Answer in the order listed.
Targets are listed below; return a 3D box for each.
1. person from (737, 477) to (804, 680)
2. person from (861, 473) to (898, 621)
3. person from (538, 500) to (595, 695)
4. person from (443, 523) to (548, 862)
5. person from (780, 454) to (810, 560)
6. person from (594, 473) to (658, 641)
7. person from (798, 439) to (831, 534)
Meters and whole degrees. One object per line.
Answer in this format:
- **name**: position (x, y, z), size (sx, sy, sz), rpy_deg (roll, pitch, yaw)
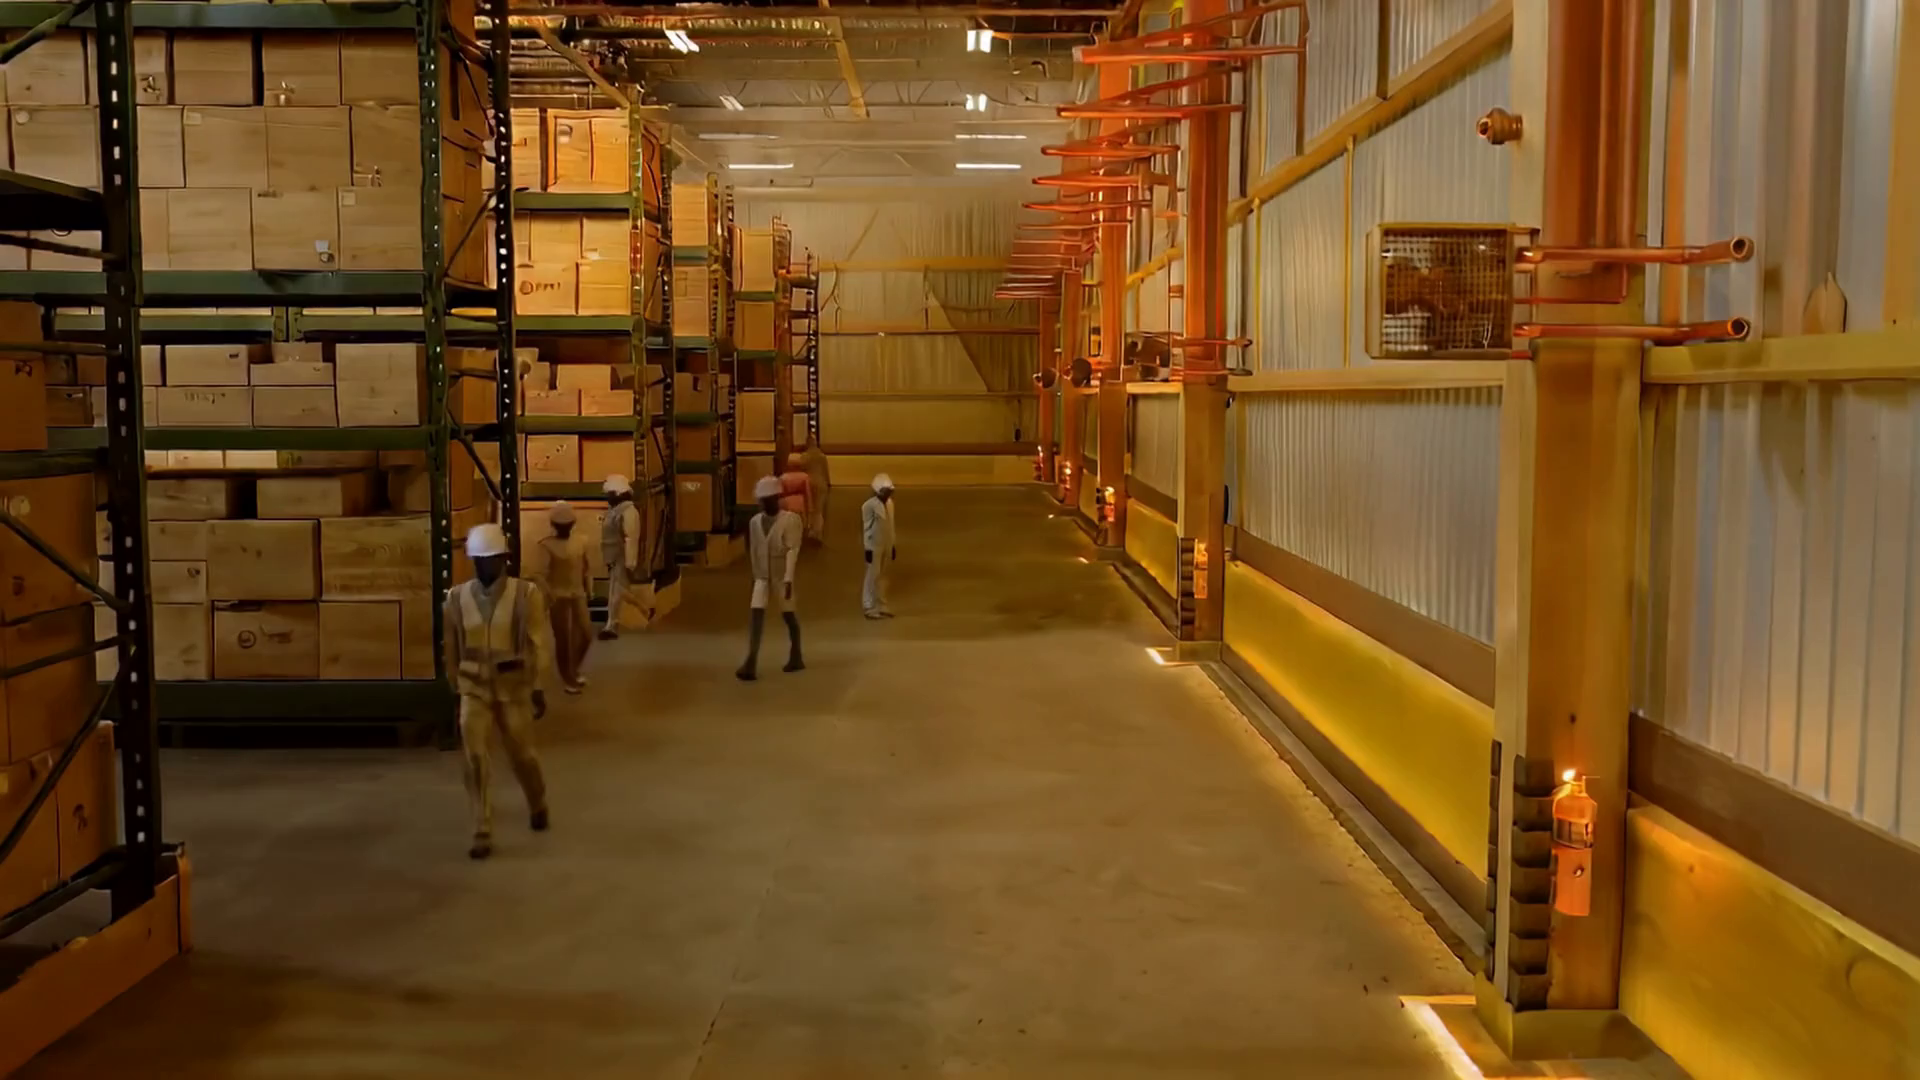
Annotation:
- **person**: position (-1.760, 0.350, 15.582), size (0.546, 1.887, 0.997), rpy_deg (2, 5, 20)
- **person**: position (-0.919, 0.078, 19.571), size (0.351, 1.742, 0.567), rpy_deg (4, 6, 37)
- **person**: position (-3.445, 0.511, 14.601), size (0.544, 1.732, 0.348), rpy_deg (-5, 7, -44)
- **person**: position (-2.686, 0.840, 9.720), size (0.615, 1.922, 0.892), rpy_deg (0, 5, -2)
- **person**: position (-2.661, -0.535, 26.911), size (0.489, 1.705, 0.864), rpy_deg (-1, 5, -7)
- **person**: position (-3.633, 0.177, 18.004), size (0.725, 1.812, 0.604), rpy_deg (-3, 6, -31)
- **person**: position (-2.825, -1.042, 32.146), size (0.695, 1.828, 1.012), rpy_deg (0, 5, 5)
